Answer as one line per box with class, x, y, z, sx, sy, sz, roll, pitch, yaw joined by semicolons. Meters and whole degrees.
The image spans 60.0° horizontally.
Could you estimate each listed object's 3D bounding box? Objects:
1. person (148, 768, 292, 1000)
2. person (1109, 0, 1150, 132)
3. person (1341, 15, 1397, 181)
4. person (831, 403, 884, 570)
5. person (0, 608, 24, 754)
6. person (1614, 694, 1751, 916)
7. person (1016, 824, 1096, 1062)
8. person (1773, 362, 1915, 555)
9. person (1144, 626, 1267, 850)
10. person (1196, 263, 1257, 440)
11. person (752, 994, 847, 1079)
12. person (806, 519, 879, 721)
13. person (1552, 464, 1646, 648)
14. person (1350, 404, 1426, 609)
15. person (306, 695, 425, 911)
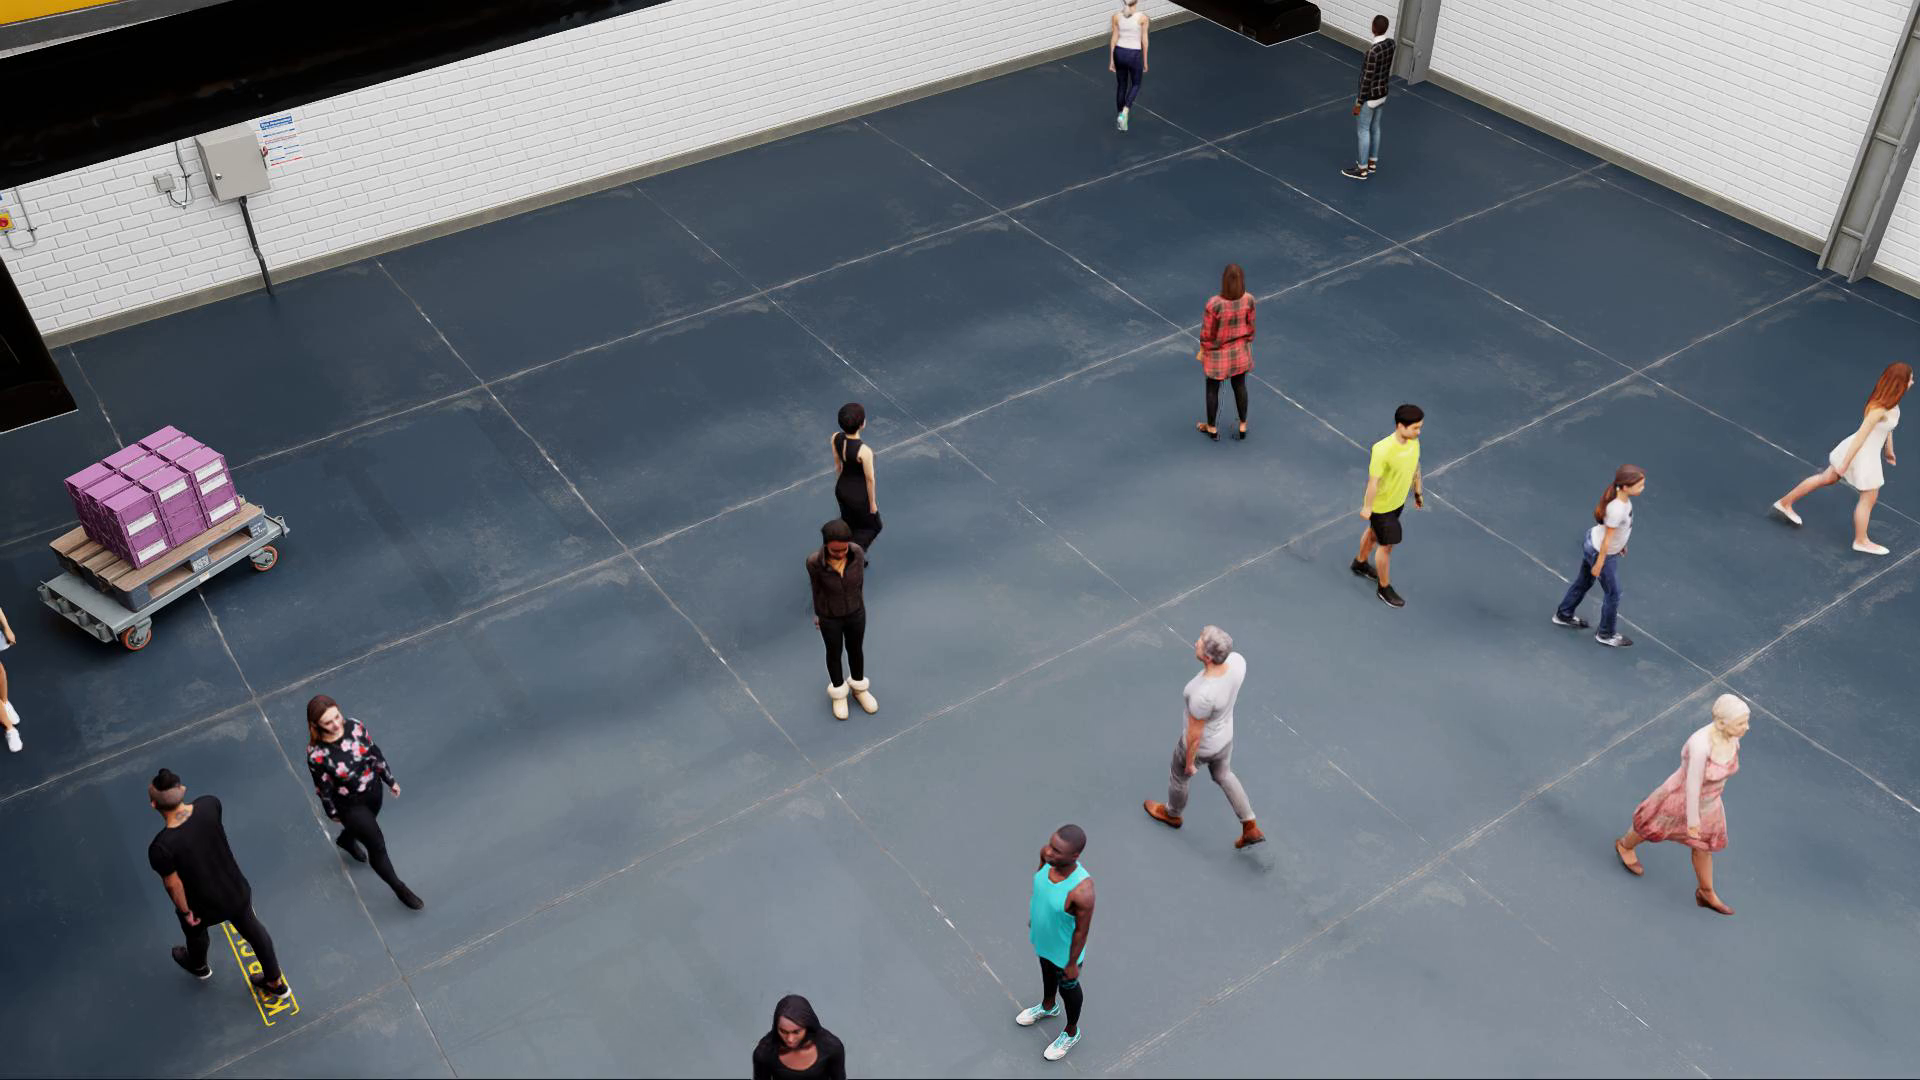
person;-4.259;2.026;9.620;1.150;1.837;0.966;18;42;21
person;1.913;-5.480;19.139;0.903;1.688;0.928;12;40;15
person;4.542;-4.866;18.265;0.701;1.820;0.616;-32;48;-33
person;-0.859;-0.315;12.751;0.626;1.589;0.714;30;48;32
person;-6.857;0.605;11.498;0.657;1.715;0.852;-29;47;-31
person;4.462;1.556;10.354;0.606;1.657;1.036;-22;43;-25
person;0.572;2.238;9.377;0.682;1.811;0.468;-20;43;-23
person;7.036;-0.704;13.169;1.203;1.675;0.855;22;44;26
person;1.646;1.289;10.567;1.172;1.808;0.854;30;47;32
person;2.317;-1.613;14.283;0.778;1.705;0.724;-5;39;-6
person;-0.810;2.888;8.640;0.748;1.715;0.768;-3;39;-4
person;-0.839;0.503;11.670;0.677;1.659;0.618;-23;44;-26
person;4.693;0.062;12.313;0.902;1.547;0.794;12;40;15
person;3.206;-0.363;12.728;0.716;1.692;0.873;-31;48;-33
person;-3.810;1.553;10.362;1.140;1.652;0.885;20;43;23
